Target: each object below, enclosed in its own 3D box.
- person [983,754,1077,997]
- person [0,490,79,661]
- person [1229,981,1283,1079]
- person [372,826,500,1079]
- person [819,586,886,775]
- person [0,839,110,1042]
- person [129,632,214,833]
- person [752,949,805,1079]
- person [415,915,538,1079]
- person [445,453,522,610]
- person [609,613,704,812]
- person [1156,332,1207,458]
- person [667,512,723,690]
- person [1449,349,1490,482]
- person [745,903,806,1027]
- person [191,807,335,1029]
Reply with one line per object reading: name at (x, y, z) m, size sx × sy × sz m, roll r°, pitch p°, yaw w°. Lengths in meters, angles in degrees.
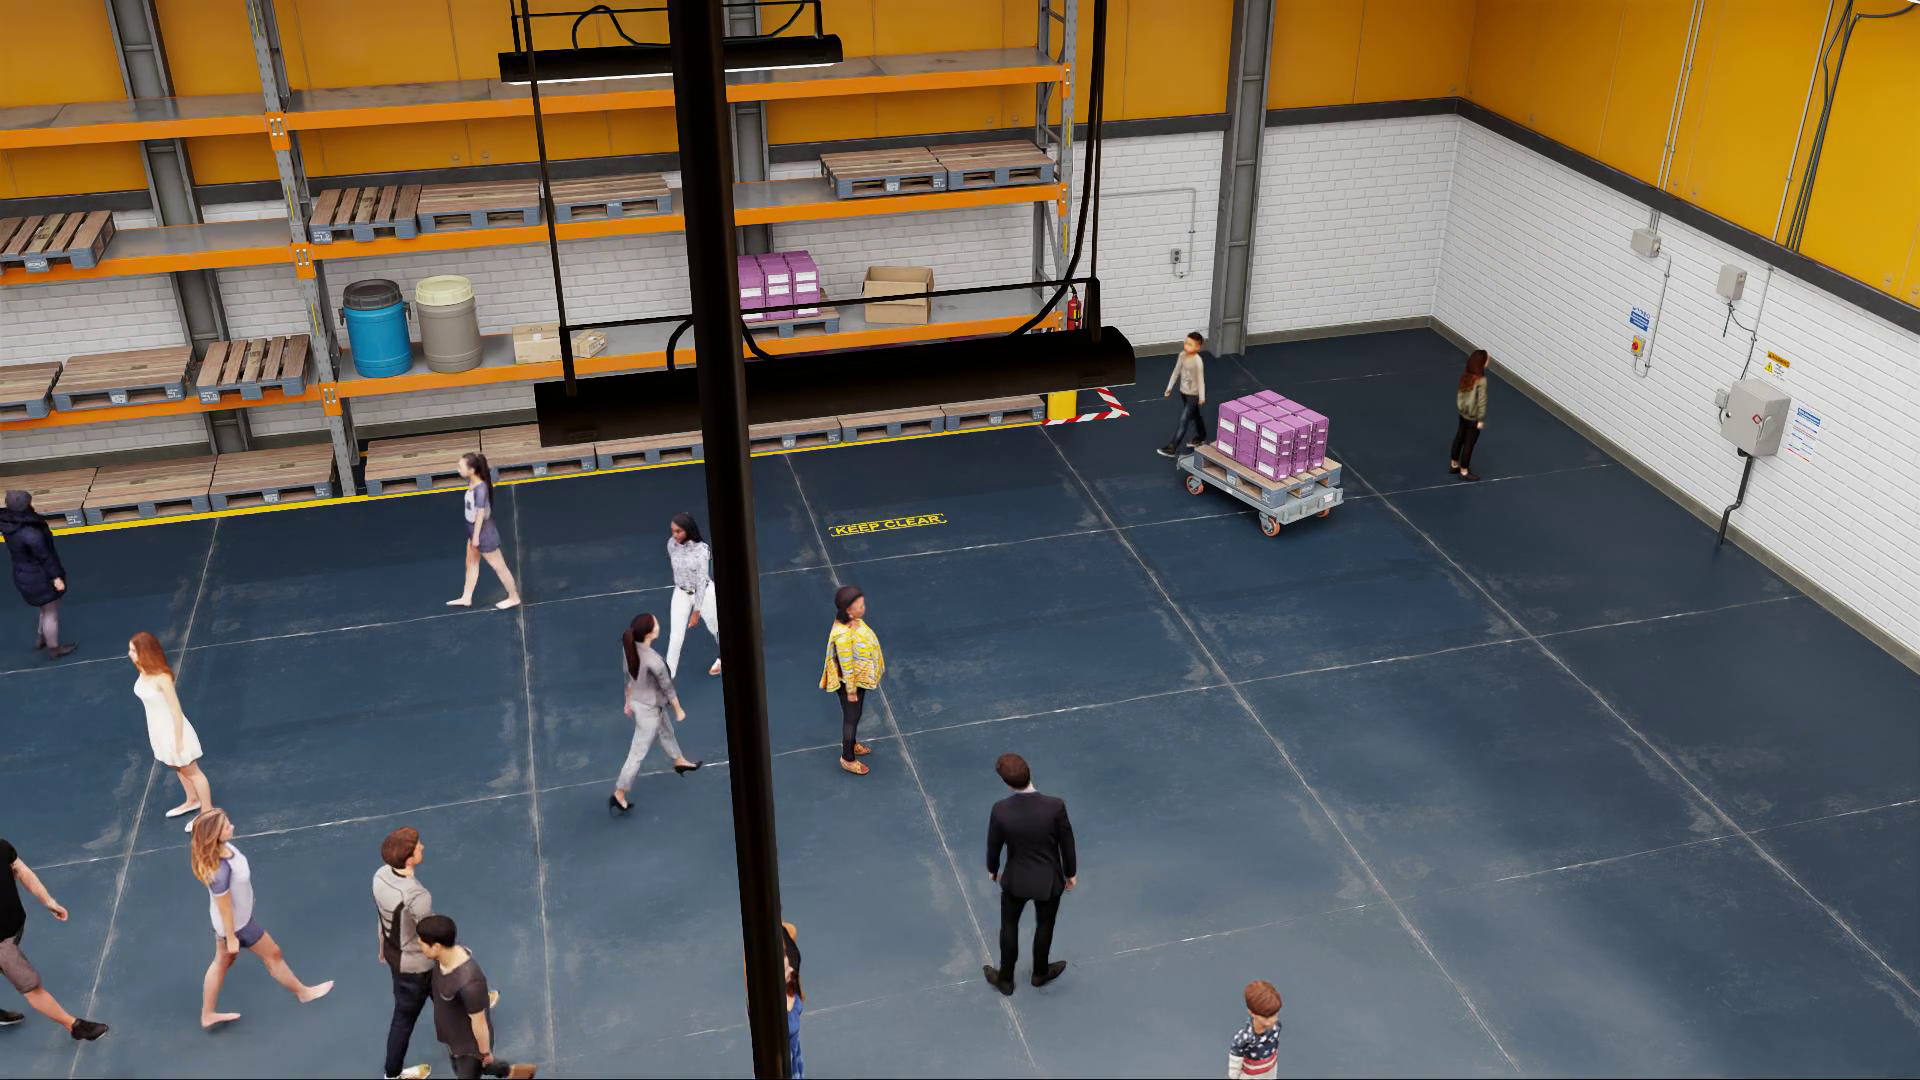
person at (0.504, 2.220, 10.986) m, size 0.717 × 1.853 × 0.908 m, roll 11°, pitch 30°, yaw 19°
person at (-8.179, 0.342, 14.620) m, size 0.798 × 1.669 × 0.838 m, roll 22°, pitch 35°, yaw 34°
person at (1.710, 3.150, 9.713) m, size 0.508 × 1.438 × 0.634 m, roll -19°, pitch 34°, yaw -31°
person at (-3.459, 2.632, 10.242) m, size 1.055 × 1.842 × 1.252 m, roll 25°, pitch 37°, yaw 37°
person at (-0.868, 1.094, 13.258) m, size 0.843 × 1.653 × 0.803 m, roll 1°, pitch 29°, yaw 1°
person at (-6.188, 2.482, 10.556) m, size 1.310 × 1.805 × 0.971 m, roll 1°, pitch 29°, yaw 3°
person at (-5.976, 1.426, 12.590) m, size 0.646 × 1.710 × 0.678 m, roll 22°, pitch 36°, yaw 35°
person at (-1.023, 3.039, 9.533) m, size 0.662 × 1.805 × 0.723 m, roll 0°, pitch 29°, yaw 0°
person at (-2.889, 2.885, 9.938) m, size 0.999 × 1.689 × 0.821 m, roll -20°, pitch 34°, yaw -32°
person at (-4.326, -0.074, 15.428) m, size 0.932 × 1.625 × 0.691 m, roll -11°, pitch 31°, yaw -20°
person at (-2.465, 1.370, 12.780) m, size 1.214 × 1.626 × 0.945 m, roll -23°, pitch 36°, yaw -35°
person at (2.630, -1.640, 18.501) m, size 1.038 × 1.432 × 0.686 m, roll -13°, pitch 31°, yaw -23°
person at (-2.216, 0.489, 14.348) m, size 1.138 × 1.671 × 1.127 m, roll 12°, pitch 31°, yaw 21°
person at (5.513, -1.361, 17.945) m, size 0.492 × 1.475 × 0.569 m, roll -7°, pitch 29°, yaw -12°
person at (-1.126, 2.804, 10.115) m, size 0.720 × 1.662 × 0.636 m, roll 19°, pitch 34°, yaw 31°
person at (-4.759, 2.475, 10.701) m, size 1.123 × 1.678 × 0.785 m, roll -15°, pitch 32°, yaw -25°
